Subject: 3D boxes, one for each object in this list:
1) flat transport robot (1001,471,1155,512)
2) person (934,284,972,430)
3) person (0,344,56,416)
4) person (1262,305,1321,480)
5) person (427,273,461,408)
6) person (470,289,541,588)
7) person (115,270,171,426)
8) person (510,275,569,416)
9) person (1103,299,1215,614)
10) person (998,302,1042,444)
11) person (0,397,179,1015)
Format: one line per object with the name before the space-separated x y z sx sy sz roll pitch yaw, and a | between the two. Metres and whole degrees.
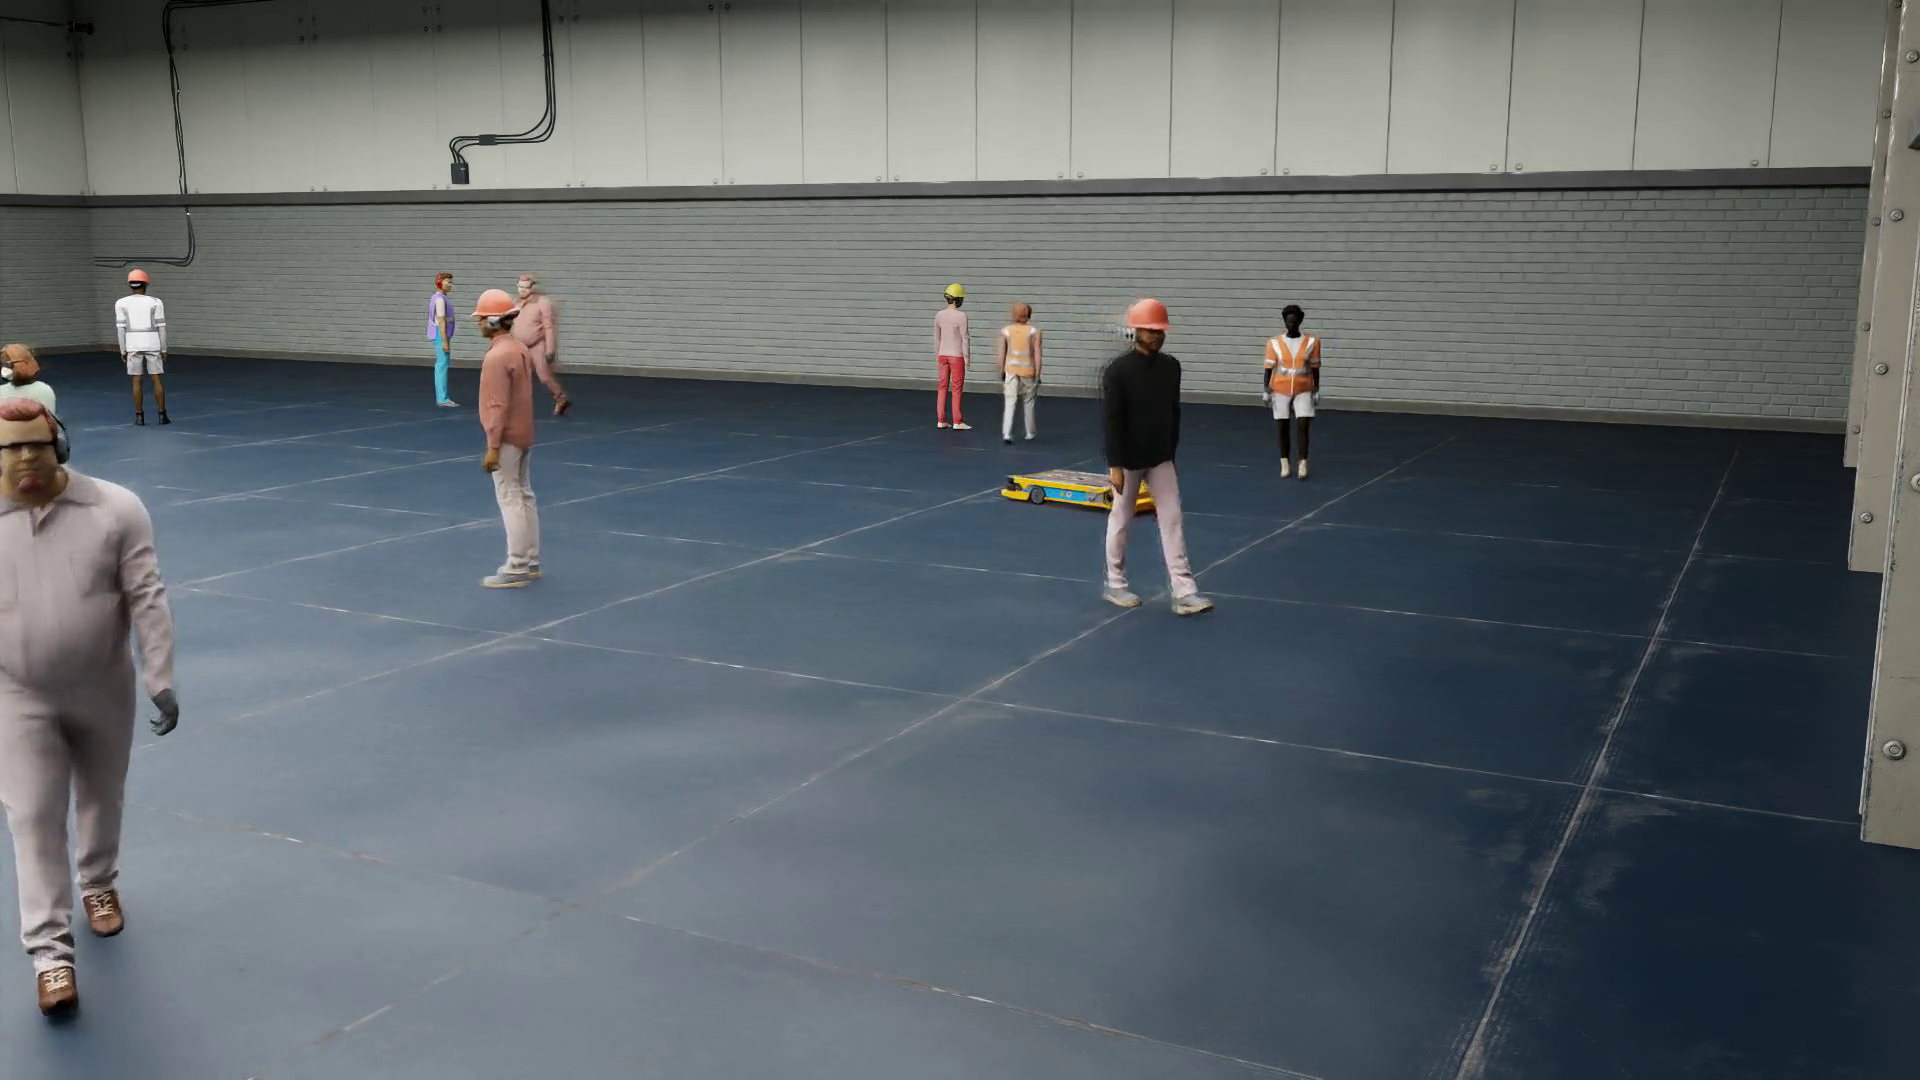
flat transport robot | 1.119 -0.440 14.570 1.431 0.197 0.652 9 14 40
person | -0.077 -2.214 20.165 0.533 1.767 0.327 9 14 40
person | -6.410 -0.520 11.361 0.505 1.607 0.702 2 11 13
person | 3.180 -1.408 15.987 0.553 1.673 0.668 2 11 13
person | -7.106 -2.737 22.815 0.396 1.841 0.565 -4 11 -19
person | -3.051 -0.677 11.163 0.395 1.992 0.622 0 10 2
person | -10.137 -2.379 20.637 0.547 1.924 0.391 -4 11 -23
person | -5.440 -2.465 21.299 0.687 1.865 0.898 3 11 18
person | 1.196 -0.492 10.263 0.647 1.948 0.972 -6 12 -30
person | 0.671 -1.889 18.853 0.528 1.599 0.844 3 11 16
person | -2.849 0.475 5.267 0.648 1.854 0.988 -7 12 -33
